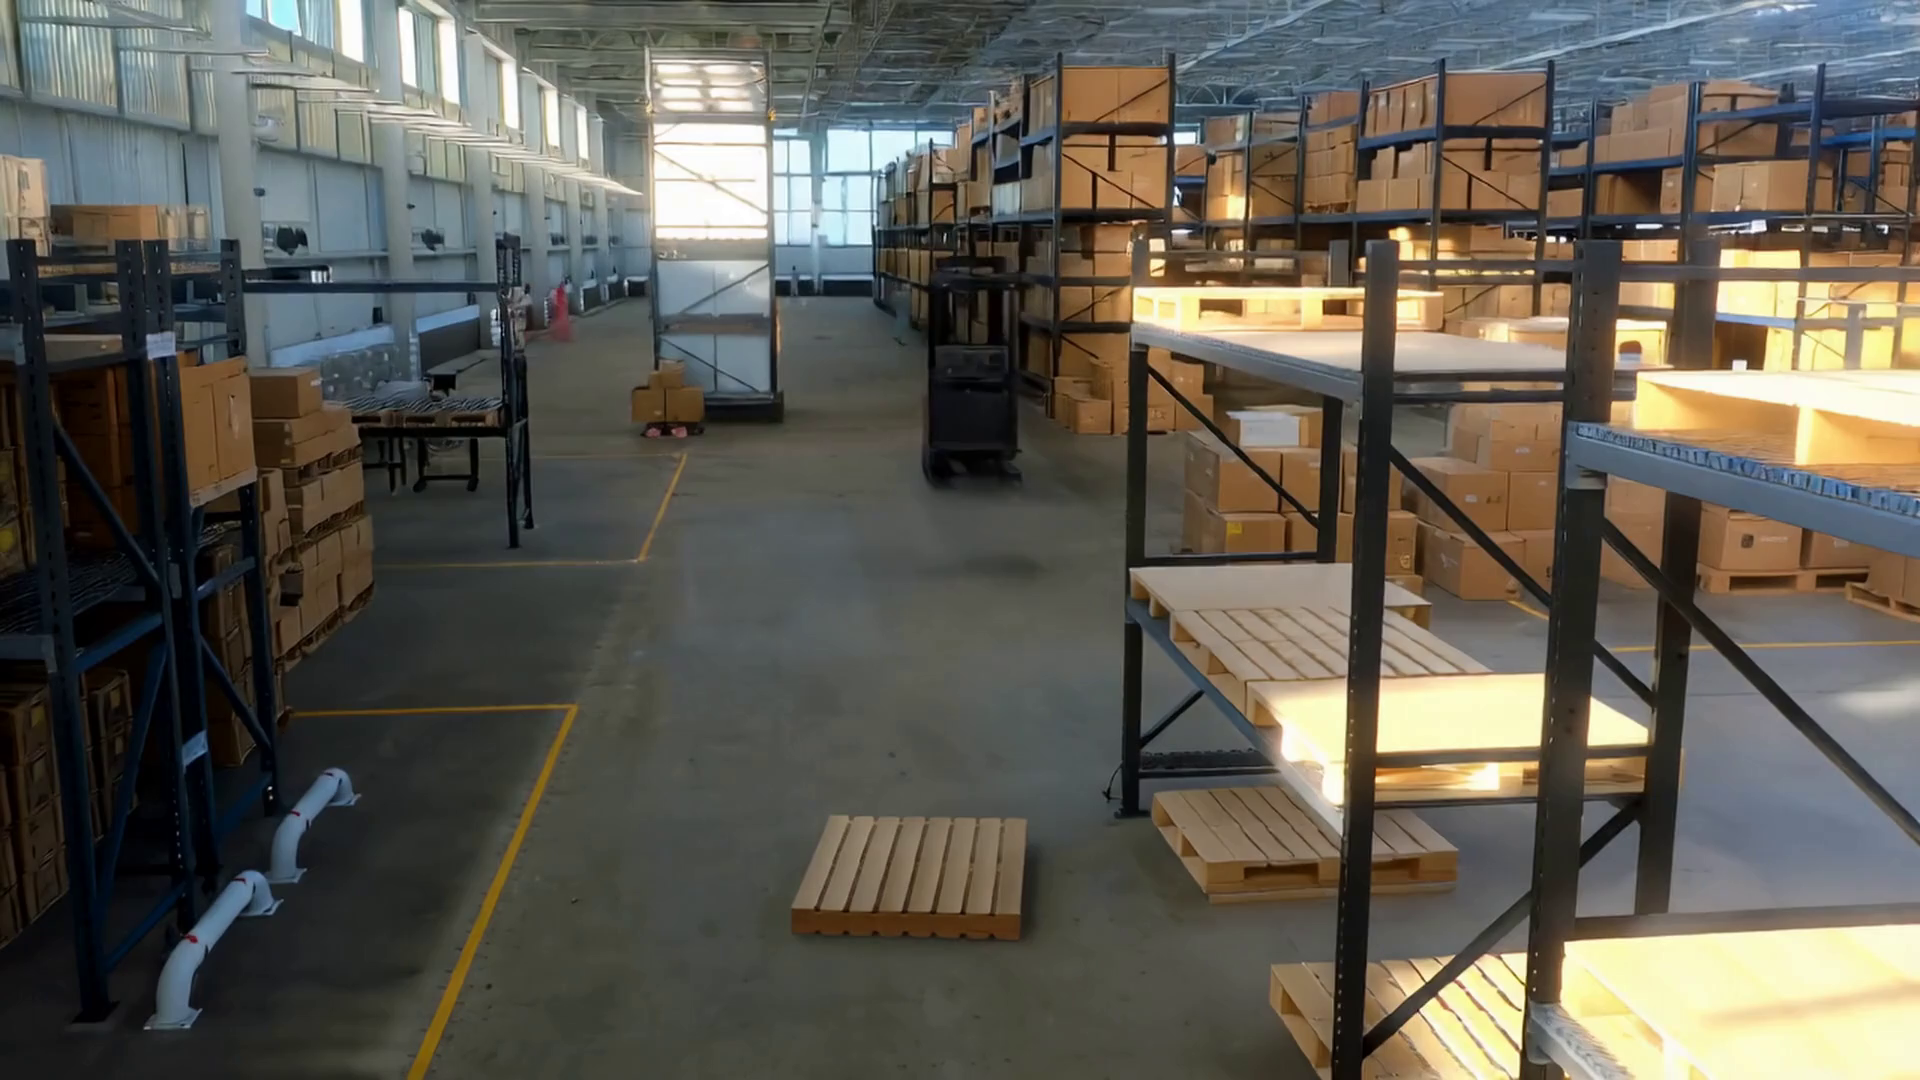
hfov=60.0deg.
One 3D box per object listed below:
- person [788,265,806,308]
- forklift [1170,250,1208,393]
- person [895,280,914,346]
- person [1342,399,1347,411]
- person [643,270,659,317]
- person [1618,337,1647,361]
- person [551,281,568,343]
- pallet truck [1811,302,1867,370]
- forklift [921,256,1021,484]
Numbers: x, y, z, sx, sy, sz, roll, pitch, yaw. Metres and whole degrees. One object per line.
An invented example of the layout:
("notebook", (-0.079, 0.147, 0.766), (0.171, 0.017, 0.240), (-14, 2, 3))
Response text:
("person", (-7.329, -11.357, 74.594), (0.638, 1.900, 0.923), (9, 13, 40))
("forklift", (4.206, -4.408, 33.357), (1.873, 2.768, 1.129), (4, 11, 23))
("person", (-1.591, -6.531, 47.884), (0.585, 1.891, 0.652), (-4, 11, -21))
("person", (5.693, -2.346, 24.518), (0.937, 1.961, 0.614), (-3, 11, -18))
("person", (-12.208, -9.743, 65.750), (0.649, 1.862, 0.974), (0, 10, -1))
("person", (7.645, -1.367, 19.119), (0.360, 1.935, 0.552), (2, 10, 11))
("person", (-11.912, -6.783, 49.424), (0.564, 1.826, 0.607), (3, 11, 14))
("pallet truck", (15.846, -3.142, 28.793), (1.885, 1.965, 0.823), (2, 10, 12))
("forklift", (0.102, -2.224, 21.255), (1.129, 2.768, 1.873), (-1, 10, -6))
